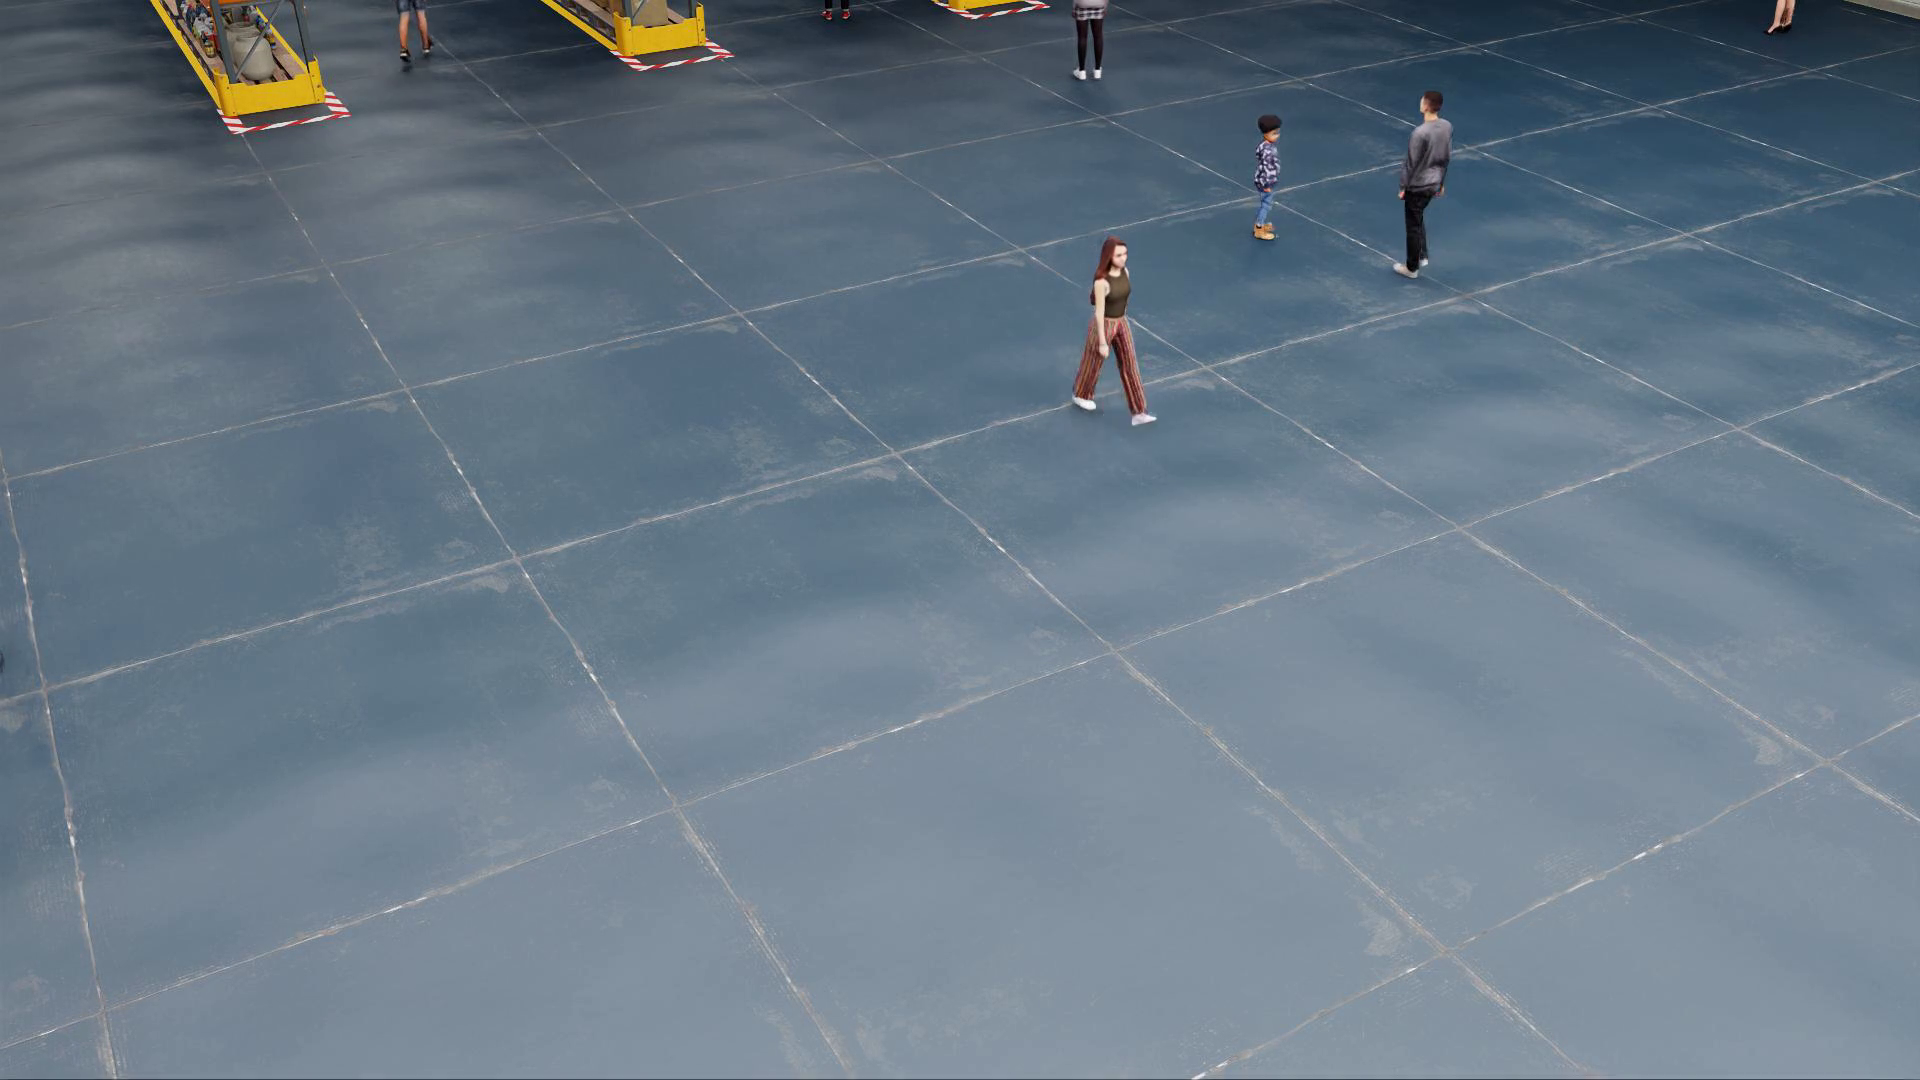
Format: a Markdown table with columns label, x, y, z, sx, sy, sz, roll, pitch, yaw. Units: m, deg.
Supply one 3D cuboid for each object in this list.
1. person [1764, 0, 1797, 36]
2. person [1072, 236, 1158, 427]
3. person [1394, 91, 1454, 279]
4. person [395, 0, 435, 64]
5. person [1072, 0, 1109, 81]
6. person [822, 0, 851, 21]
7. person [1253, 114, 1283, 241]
| label | x | y | z | sx | sy | sz | roll | pitch | yaw |
| --- | --- | --- | --- | --- | --- | --- | --- | --- | --- |
| person | 11.211 | -7.645 | 22.388 | 0.573 | 1.650 | 0.504 | -15 | 35 | -23 |
| person | 1.102 | -1.650 | 13.012 | 0.680 | 1.514 | 1.109 | -23 | 39 | -32 |
| person | 4.310 | -3.237 | 15.302 | 0.636 | 1.755 | 0.601 | -18 | 36 | -26 |
| person | -7.095 | -7.020 | 21.244 | 1.089 | 1.813 | 1.328 | -1 | 32 | -1 |
| person | 1.617 | -6.642 | 20.685 | 0.681 | 1.772 | 0.647 | -5 | 33 | -8 |
| person | -1.753 | -8.141 | 23.072 | 0.775 | 1.759 | 0.753 | -5 | 33 | -8 |
| person | 3.017 | -3.576 | 16.317 | 0.699 | 1.245 | 0.649 | 5 | 33 | 8 |
